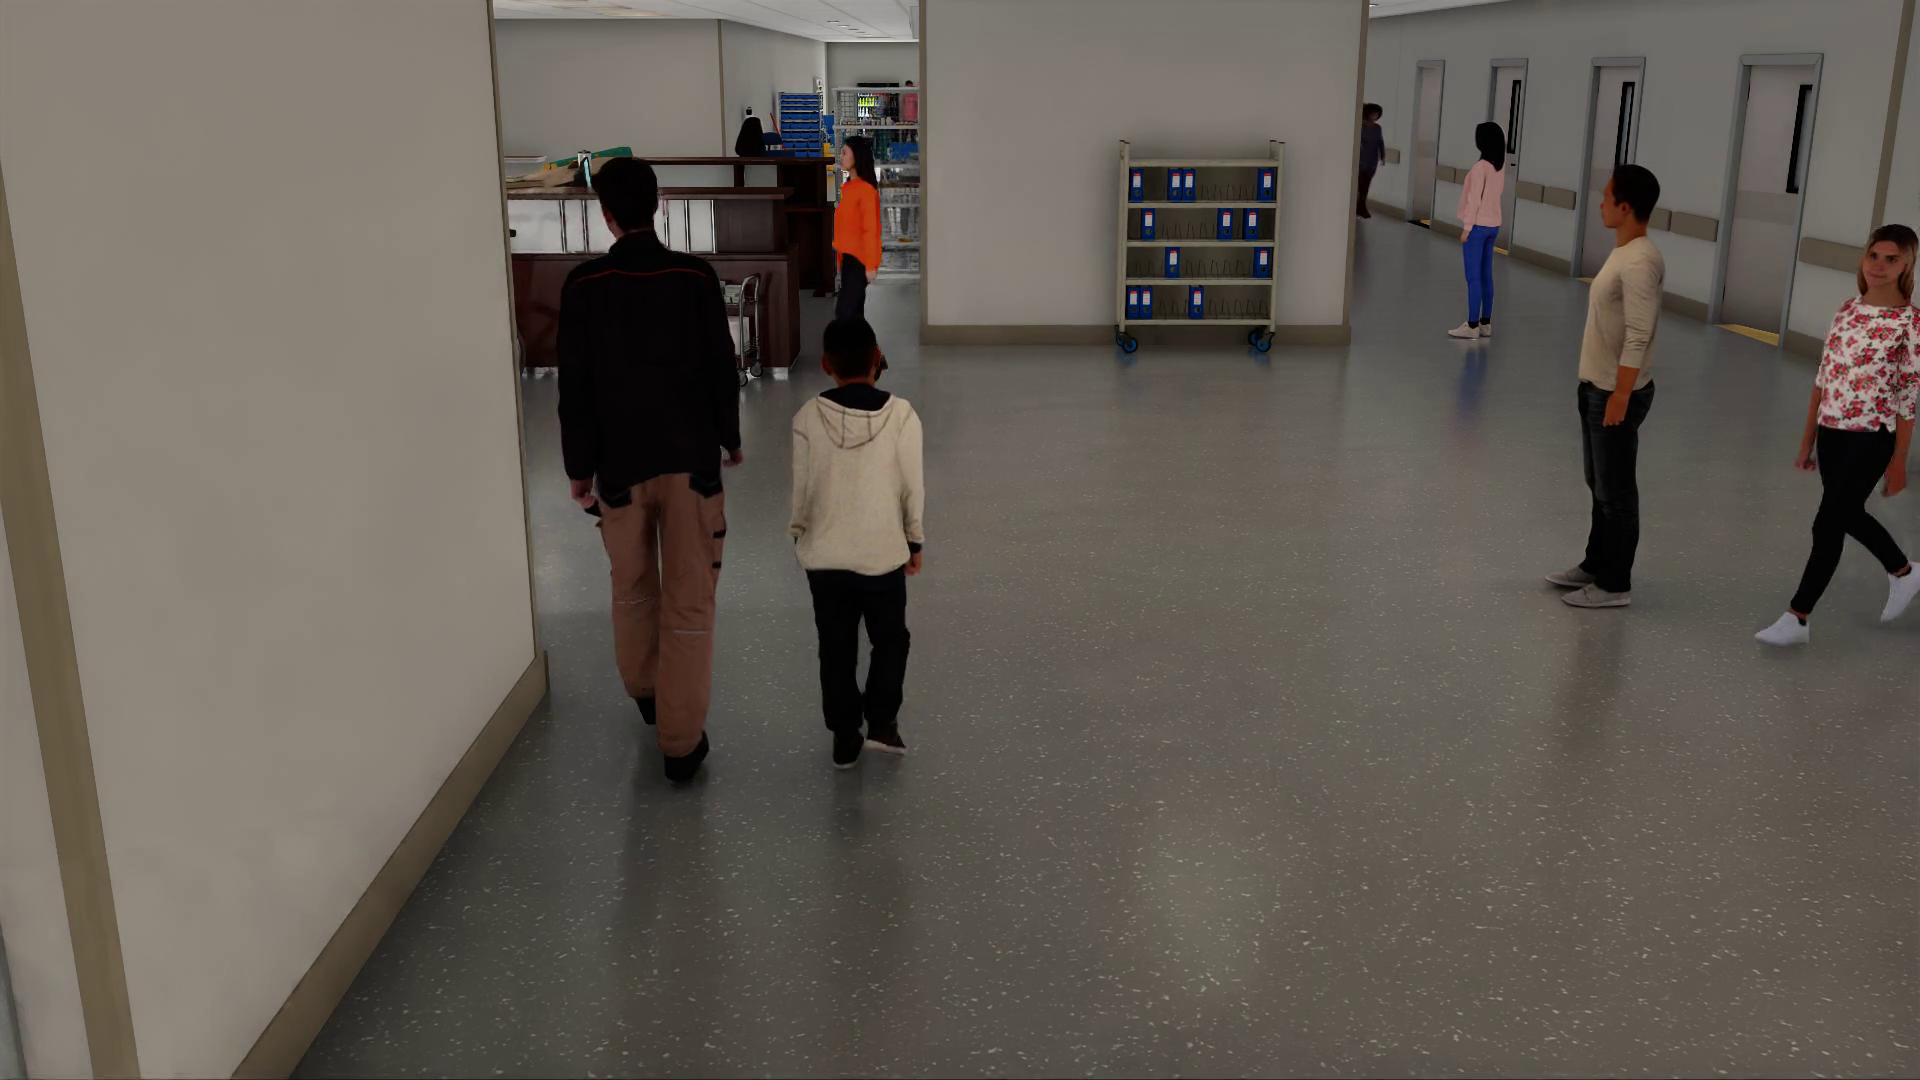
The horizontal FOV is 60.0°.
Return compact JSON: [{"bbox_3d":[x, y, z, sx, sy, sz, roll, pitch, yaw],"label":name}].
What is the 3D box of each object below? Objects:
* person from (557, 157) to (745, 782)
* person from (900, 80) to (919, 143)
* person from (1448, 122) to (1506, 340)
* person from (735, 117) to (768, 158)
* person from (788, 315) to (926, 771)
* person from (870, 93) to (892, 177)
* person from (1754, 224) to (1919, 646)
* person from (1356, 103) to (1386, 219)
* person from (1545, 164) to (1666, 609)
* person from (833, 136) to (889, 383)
[{"bbox_3d":[-0.935,-0.178,5.110,0.945,1.892,0.840,-1,16,-4],"label":"person"},{"bbox_3d":[-1.191,-10.075,40.128,0.784,1.939,0.753,2,16,7],"label":"person"},{"bbox_3d":[4.341,-2.577,13.846,0.713,1.769,0.780,-14,21,-41],"label":"person"},{"bbox_3d":[-2.596,-4.500,20.950,0.689,1.616,0.767,11,19,33],"label":"person"},{"bbox_3d":[-0.329,0.044,5.152,0.491,1.441,0.653,0,16,2],"label":"person"},{"bbox_3d":[-1.660,-8.562,35.171,1.008,1.716,0.810,3,16,11],"label":"person"},{"bbox_3d":[3.478,-0.369,6.325,1.156,1.601,0.826,-5,16,-17],"label":"person"},{"bbox_3d":[6.095,-5.673,25.006,1.025,1.671,0.766,-3,16,-9],"label":"person"},{"bbox_3d":[2.718,-0.625,6.847,0.623,1.809,0.700,3,16,11],"label":"person"},{"bbox_3d":[-0.624,-1.886,11.454,0.746,1.737,0.724,-6,17,-22],"label":"person"}]
